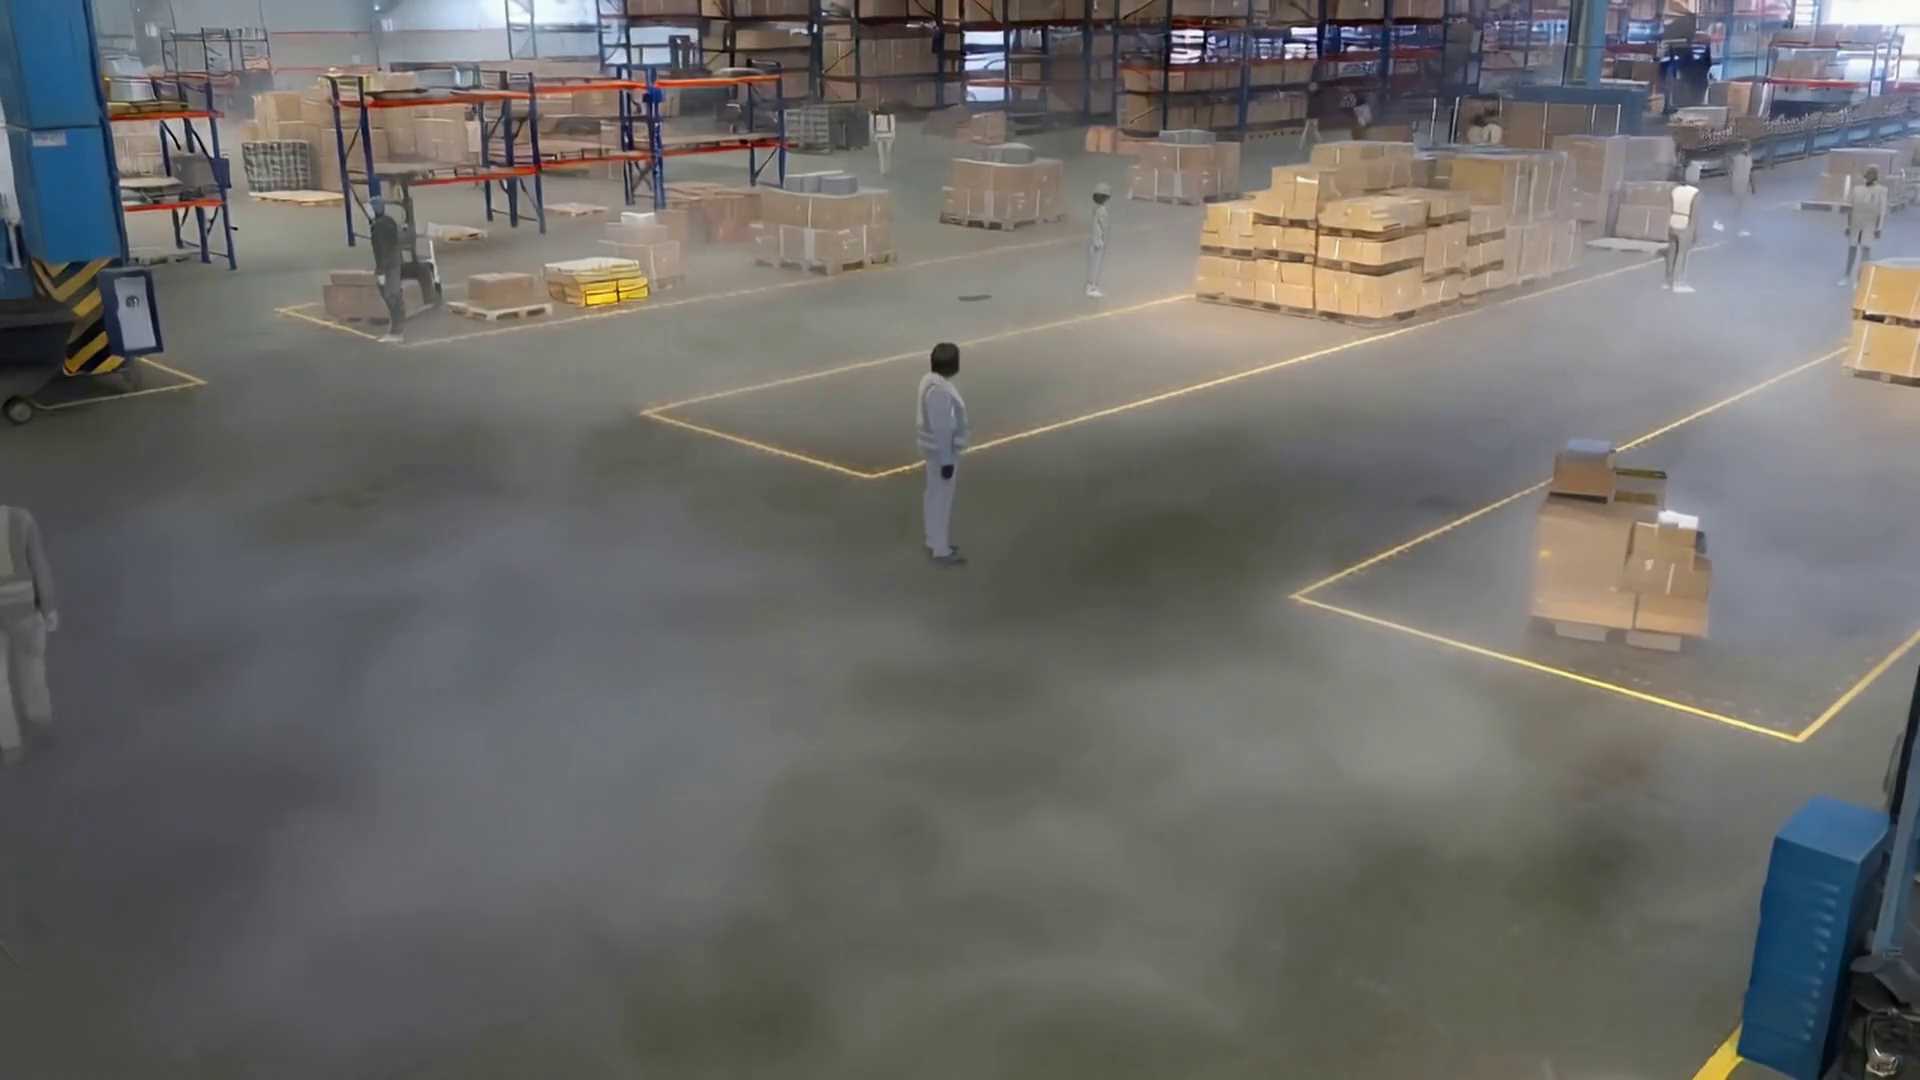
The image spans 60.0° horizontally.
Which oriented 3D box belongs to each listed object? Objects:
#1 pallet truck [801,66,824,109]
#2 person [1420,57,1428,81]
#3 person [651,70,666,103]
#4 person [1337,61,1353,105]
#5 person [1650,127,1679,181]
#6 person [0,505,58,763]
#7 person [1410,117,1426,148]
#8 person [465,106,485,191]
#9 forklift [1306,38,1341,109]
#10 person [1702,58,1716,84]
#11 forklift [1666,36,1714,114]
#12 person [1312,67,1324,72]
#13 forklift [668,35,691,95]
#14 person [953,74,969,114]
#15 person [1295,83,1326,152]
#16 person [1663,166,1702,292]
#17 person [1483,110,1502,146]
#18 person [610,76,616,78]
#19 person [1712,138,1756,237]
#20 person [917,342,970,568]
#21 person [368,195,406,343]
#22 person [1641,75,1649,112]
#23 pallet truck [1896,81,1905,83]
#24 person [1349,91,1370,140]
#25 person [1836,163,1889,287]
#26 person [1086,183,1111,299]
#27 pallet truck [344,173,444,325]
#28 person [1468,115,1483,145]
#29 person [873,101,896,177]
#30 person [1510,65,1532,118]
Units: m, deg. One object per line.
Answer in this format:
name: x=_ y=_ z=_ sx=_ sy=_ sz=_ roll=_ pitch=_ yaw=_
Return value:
pallet truck: x=-4.812 y=-15.182 z=56.903 sx=0.823 sy=1.965 sz=1.885 roll=-9 pitch=21 yaw=-26
person: x=21.331 y=-21.585 z=76.502 sx=0.586 sy=1.803 sz=0.856 roll=15 pitch=23 yaw=37
person: x=-10.237 y=-14.969 z=56.401 sx=0.587 sy=1.911 sz=0.397 roll=7 pitch=20 yaw=20
person: x=15.385 y=-18.522 z=66.990 sx=0.999 sy=2.005 sz=0.618 roll=12 pitch=22 yaw=32
person: x=15.704 y=-8.370 z=37.002 sx=0.847 sy=1.586 sz=0.519 roll=-7 pitch=20 yaw=-21
person: x=-5.925 y=0.407 z=10.226 sx=0.653 sy=1.805 sz=0.852 roll=-10 pitch=21 yaw=-27
person: x=9.913 y=-8.260 z=36.245 sx=0.326 sy=1.874 sz=0.519 roll=16 pitch=24 yaw=40
person: x=-11.246 y=-9.082 z=38.632 sx=0.385 sy=1.928 sz=0.589 roll=1 pitch=18 yaw=3
forklift: x=12.952 y=-16.776 z=60.324 sx=1.129 sy=2.768 sz=1.873 roll=17 pitch=25 yaw=41
person: x=31.958 y=-19.725 z=71.063 sx=0.551 sy=1.683 sz=0.394 roll=7 pitch=20 yaw=20
forklift: x=27.341 y=-17.291 z=61.877 sx=1.129 sy=2.768 sz=1.873 roll=17 pitch=25 yaw=41
person: x=14.504 y=-18.730 z=67.815 sx=0.643 sy=1.857 sz=0.988 roll=-16 pitch=24 yaw=-40
forklift: x=-10.752 y=-17.943 z=63.842 sx=1.129 sy=2.768 sz=1.873 roll=17 pitch=25 yaw=41
person: x=0.051 y=-14.688 z=55.679 sx=0.433 sy=1.827 sz=0.650 roll=-16 pitch=24 yaw=-40
person: x=10.190 y=-12.153 z=47.842 sx=0.951 sy=1.966 sz=0.607 roll=-6 pitch=19 yaw=-18
person: x=11.228 y=-4.824 z=25.818 sx=0.392 sy=1.919 sz=0.591 roll=-6 pitch=19 yaw=-16
person: x=11.940 y=-8.773 z=37.750 sx=0.575 sy=1.891 sz=0.949 roll=-10 pitch=21 yaw=-27
person: x=-11.937 y=-15.221 z=57.581 sx=0.306 sy=1.640 sz=0.523 roll=-15 pitch=24 yaw=-39
person: x=14.889 y=-6.771 z=31.827 sx=0.528 sy=1.835 sz=0.939 roll=-10 pitch=21 yaw=-27
person: x=-0.131 y=-0.700 z=13.526 sx=0.429 sy=1.837 sz=0.620 roll=-3 pitch=19 yaw=-8
person: x=-7.618 y=-3.598 z=22.098 sx=0.372 sy=1.939 sz=0.631 roll=-2 pitch=18 yaw=-5
person: x=22.907 y=-14.685 z=55.778 sx=0.374 sy=1.757 sz=0.523 roll=-16 pitch=24 yaw=-40
pallet truck: x=34.802 y=-16.331 z=61.455 sx=0.653 sy=1.274 sz=1.630 roll=17 pitch=25 yaw=41
person: x=10.356 y=-10.689 z=43.298 sx=1.011 sy=2.000 sz=0.716 roll=-1 pitch=18 yaw=-2
person: x=14.233 y=-4.950 z=26.185 sx=0.375 sy=1.927 sz=0.543 roll=-16 pitch=24 yaw=-39
person: x=2.112 y=-4.538 z=25.247 sx=0.336 sy=1.733 sz=0.480 roll=5 pitch=19 yaw=15
pallet truck: x=-8.209 y=-4.181 z=23.757 sx=0.823 sy=1.965 sz=1.885 roll=3 pitch=19 yaw=9
person: x=12.267 y=-9.330 z=39.802 sx=0.552 sy=1.644 sz=0.872 roll=-15 pitch=23 yaw=-37
person: x=-1.881 y=-10.045 z=41.645 sx=0.576 sy=1.867 sz=0.636 roll=1 pitch=18 yaw=2
person: x=20.473 y=-16.219 z=60.238 sx=1.034 sy=1.882 sz=0.535 roll=-2 pitch=19 yaw=-7
